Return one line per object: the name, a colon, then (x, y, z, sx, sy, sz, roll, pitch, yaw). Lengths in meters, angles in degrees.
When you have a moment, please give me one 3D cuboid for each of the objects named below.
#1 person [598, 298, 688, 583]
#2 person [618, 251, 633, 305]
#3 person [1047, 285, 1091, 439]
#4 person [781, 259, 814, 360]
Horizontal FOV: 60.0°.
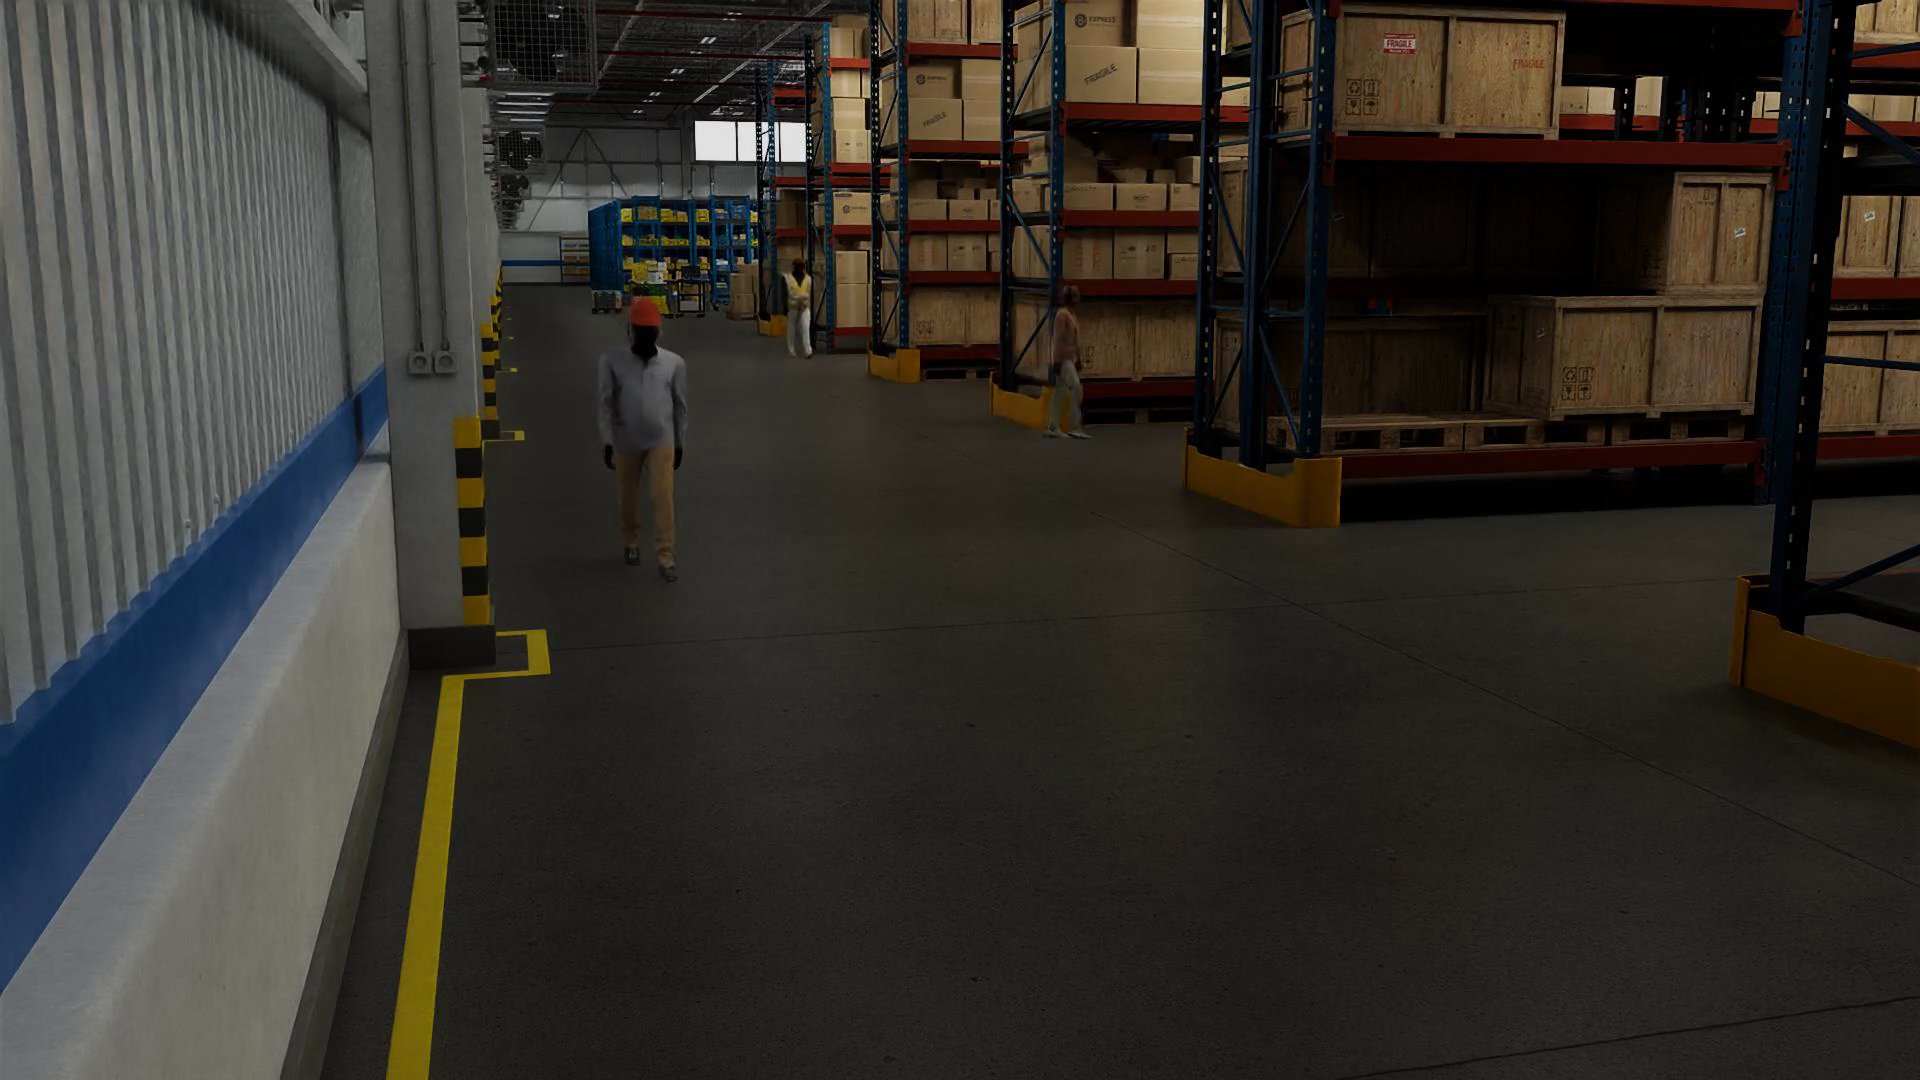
person: (-1.958, -0.634, 10.281, 0.555, 1.715, 0.899, -3, 10, -15)
person: (-11.555, -9.044, 57.510, 0.567, 1.846, 0.389, -7, 12, -35)
person: (1.192, -1.864, 17.483, 0.634, 1.614, 0.541, 3, 10, 15)
person: (-2.925, -4.158, 30.014, 0.615, 1.802, 0.975, -3, 10, -16)
